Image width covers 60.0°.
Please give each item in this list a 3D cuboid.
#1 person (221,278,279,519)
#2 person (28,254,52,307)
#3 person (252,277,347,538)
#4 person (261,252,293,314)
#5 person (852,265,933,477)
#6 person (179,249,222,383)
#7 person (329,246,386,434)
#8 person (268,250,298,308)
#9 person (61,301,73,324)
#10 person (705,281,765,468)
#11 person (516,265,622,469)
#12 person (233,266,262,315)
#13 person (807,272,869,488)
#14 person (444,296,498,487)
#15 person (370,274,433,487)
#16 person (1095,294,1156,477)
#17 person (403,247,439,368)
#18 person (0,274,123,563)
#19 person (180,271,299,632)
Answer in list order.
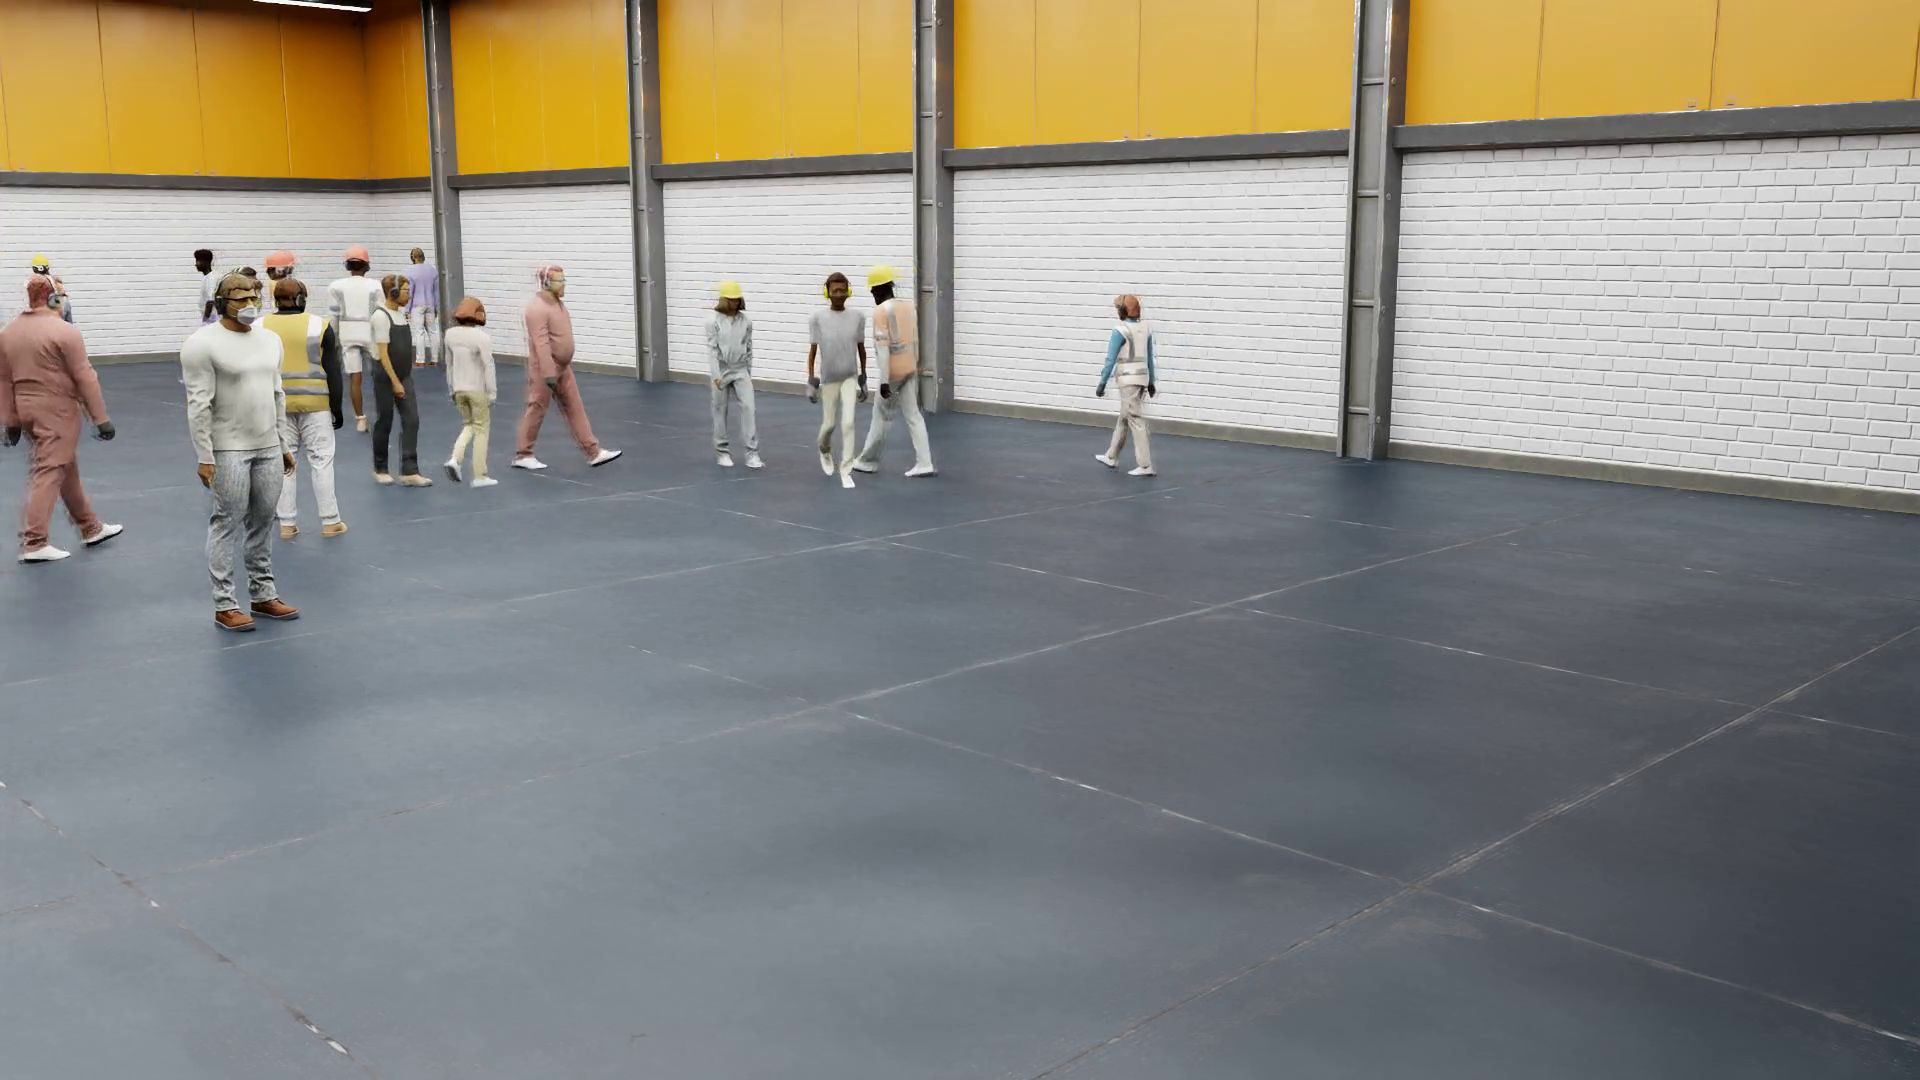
[{"bbox_3d":[-5.419,-1.064,12.560,0.688,1.817,0.597,3,11,15],"label":"person"},{"bbox_3d":[-14.197,-3.503,25.808,0.404,1.836,0.590,-8,13,-39],"label":"person"},{"bbox_3d":[-4.664,-0.925,11.749,0.619,1.838,0.430,-1,10,-8],"label":"person"},{"bbox_3d":[-7.780,-2.347,19.221,1.018,1.944,0.640,-3,11,-14],"label":"person"},{"bbox_3d":[-0.603,-1.486,14.714,0.955,1.871,0.613,6,12,30],"label":"person"},{"bbox_3d":[-10.649,-3.110,23.378,0.868,1.932,0.642,-6,12,-28],"label":"person"},{"bbox_3d":[-6.503,-2.170,18.071,0.622,2.012,0.831,-2,11,-12],"label":"person"},{"bbox_3d":[-9.001,-2.900,22.246,0.378,1.932,0.551,-1,10,-6],"label":"person"},{"bbox_3d":[-10.987,-2.365,20.182,0.288,1.626,0.497,5,12,27],"label":"person"},{"bbox_3d":[-2.058,-1.493,15.177,0.488,1.711,0.782,-6,12,-28],"label":"person"},{"bbox_3d":[-3.641,-1.559,15.159,0.963,1.853,0.658,2,11,12],"label":"person"},{"bbox_3d":[-6.822,-1.682,15.860,0.806,1.849,0.519,2,11,9],"label":"person"},{"bbox_3d":[-1.058,-1.387,14.297,0.526,1.842,0.776,-2,11,-12],"label":"person"},{"bbox_3d":[-4.129,-1.248,14.079,0.524,1.618,0.389,5,12,26],"label":"person"},{"bbox_3d":[-4.815,-1.352,14.173,0.692,1.800,0.499,5,11,24],"label":"person"},{"bbox_3d":[1.436,-1.382,14.865,0.814,1.599,0.536,8,13,38],"label":"person"},{"bbox_3d":[-8.663,-3.728,26.767,0.373,1.935,0.627,8,13,38],"label":"person"},{"bbox_3d":[-5.938,-0.819,11.077,0.642,1.864,0.947,5,12,26],"label":"person"},{"bbox_3d":[-3.903,-0.484,9.062,0.356,1.938,0.633,5,11,24],"label":"person"}]
